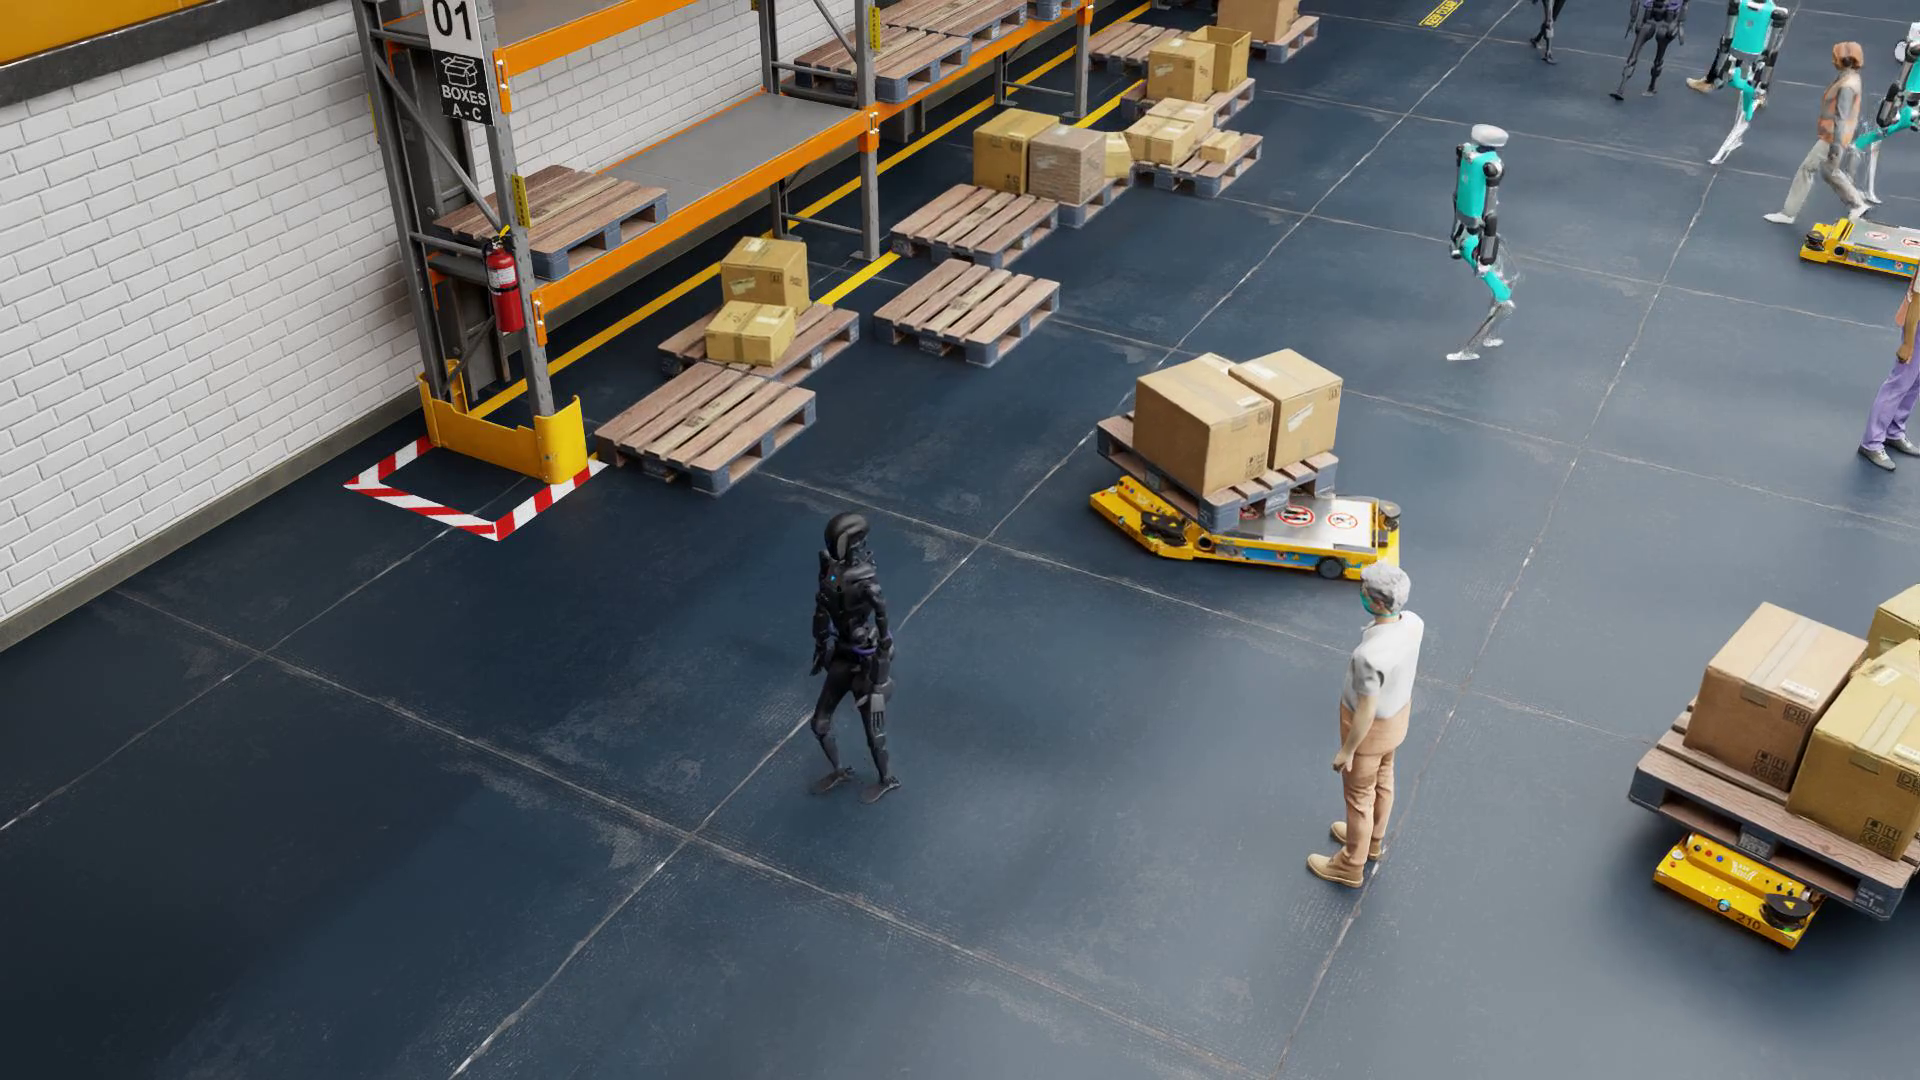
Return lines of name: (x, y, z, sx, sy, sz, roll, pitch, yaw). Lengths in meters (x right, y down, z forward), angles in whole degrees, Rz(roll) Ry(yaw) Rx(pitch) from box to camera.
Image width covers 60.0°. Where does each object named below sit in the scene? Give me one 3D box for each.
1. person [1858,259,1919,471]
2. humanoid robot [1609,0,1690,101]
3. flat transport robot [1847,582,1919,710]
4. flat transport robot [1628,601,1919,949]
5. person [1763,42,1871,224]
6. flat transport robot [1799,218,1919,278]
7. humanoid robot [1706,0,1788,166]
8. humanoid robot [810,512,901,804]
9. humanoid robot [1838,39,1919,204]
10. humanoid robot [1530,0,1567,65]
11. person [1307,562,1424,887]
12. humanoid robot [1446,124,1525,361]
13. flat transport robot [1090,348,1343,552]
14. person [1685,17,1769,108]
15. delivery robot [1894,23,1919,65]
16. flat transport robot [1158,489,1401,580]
person: (6.260, -1.354, 10.768, 0.571, 1.841, 0.375, -20, 38, -27)
humanoid robot: (7.061, -5.239, 16.834, 0.603, 1.627, 0.772, 23, 40, 31)
flat transport robot: (4.783, 1.254, 8.250, 0.659, 0.231, 1.431, -21, 39, -28)
flat transport robot: (3.991, 1.374, 8.069, 0.659, 0.231, 1.431, 27, 42, 34)
person: (7.457, -3.409, 14.088, 0.749, 1.604, 0.533, 17, 37, 24)
flat transport robot: (7.771, -2.361, 13.719, 1.431, 0.231, 0.659, 20, 38, 27)
humanoid robot: (7.307, -4.321, 15.353, 0.990, 1.733, 0.538, -26, 41, -33)
humanoid robot: (-0.511, 0.604, 7.959, 0.452, 1.651, 0.600, -23, 40, -31)
humanoid robot: (8.082, -3.750, 14.503, 0.548, 1.768, 0.827, -11, 35, -16)
humanoid robot: (6.540, -6.081, 18.129, 0.604, 1.636, 0.792, -5, 34, -8)
person: (1.853, 0.843, 7.538, 0.327, 1.741, 0.482, 24, 41, 32)
humanoid robot: (3.918, -2.145, 12.087, 0.770, 1.808, 0.542, -7, 34, -11)
flat transport robot: (1.601, -0.350, 10.678, 1.431, 0.231, 0.659, -20, 38, -27)
person: (7.969, -5.251, 16.828, 0.594, 1.647, 0.873, -17, 37, -24)
delivery robot: (10.571, -5.349, 17.990, 0.499, 0.605, 0.781, -5, 34, -8)
flat transport robot: (1.973, -0.063, 10.243, 1.431, 0.231, 0.659, 7, 34, 10)
